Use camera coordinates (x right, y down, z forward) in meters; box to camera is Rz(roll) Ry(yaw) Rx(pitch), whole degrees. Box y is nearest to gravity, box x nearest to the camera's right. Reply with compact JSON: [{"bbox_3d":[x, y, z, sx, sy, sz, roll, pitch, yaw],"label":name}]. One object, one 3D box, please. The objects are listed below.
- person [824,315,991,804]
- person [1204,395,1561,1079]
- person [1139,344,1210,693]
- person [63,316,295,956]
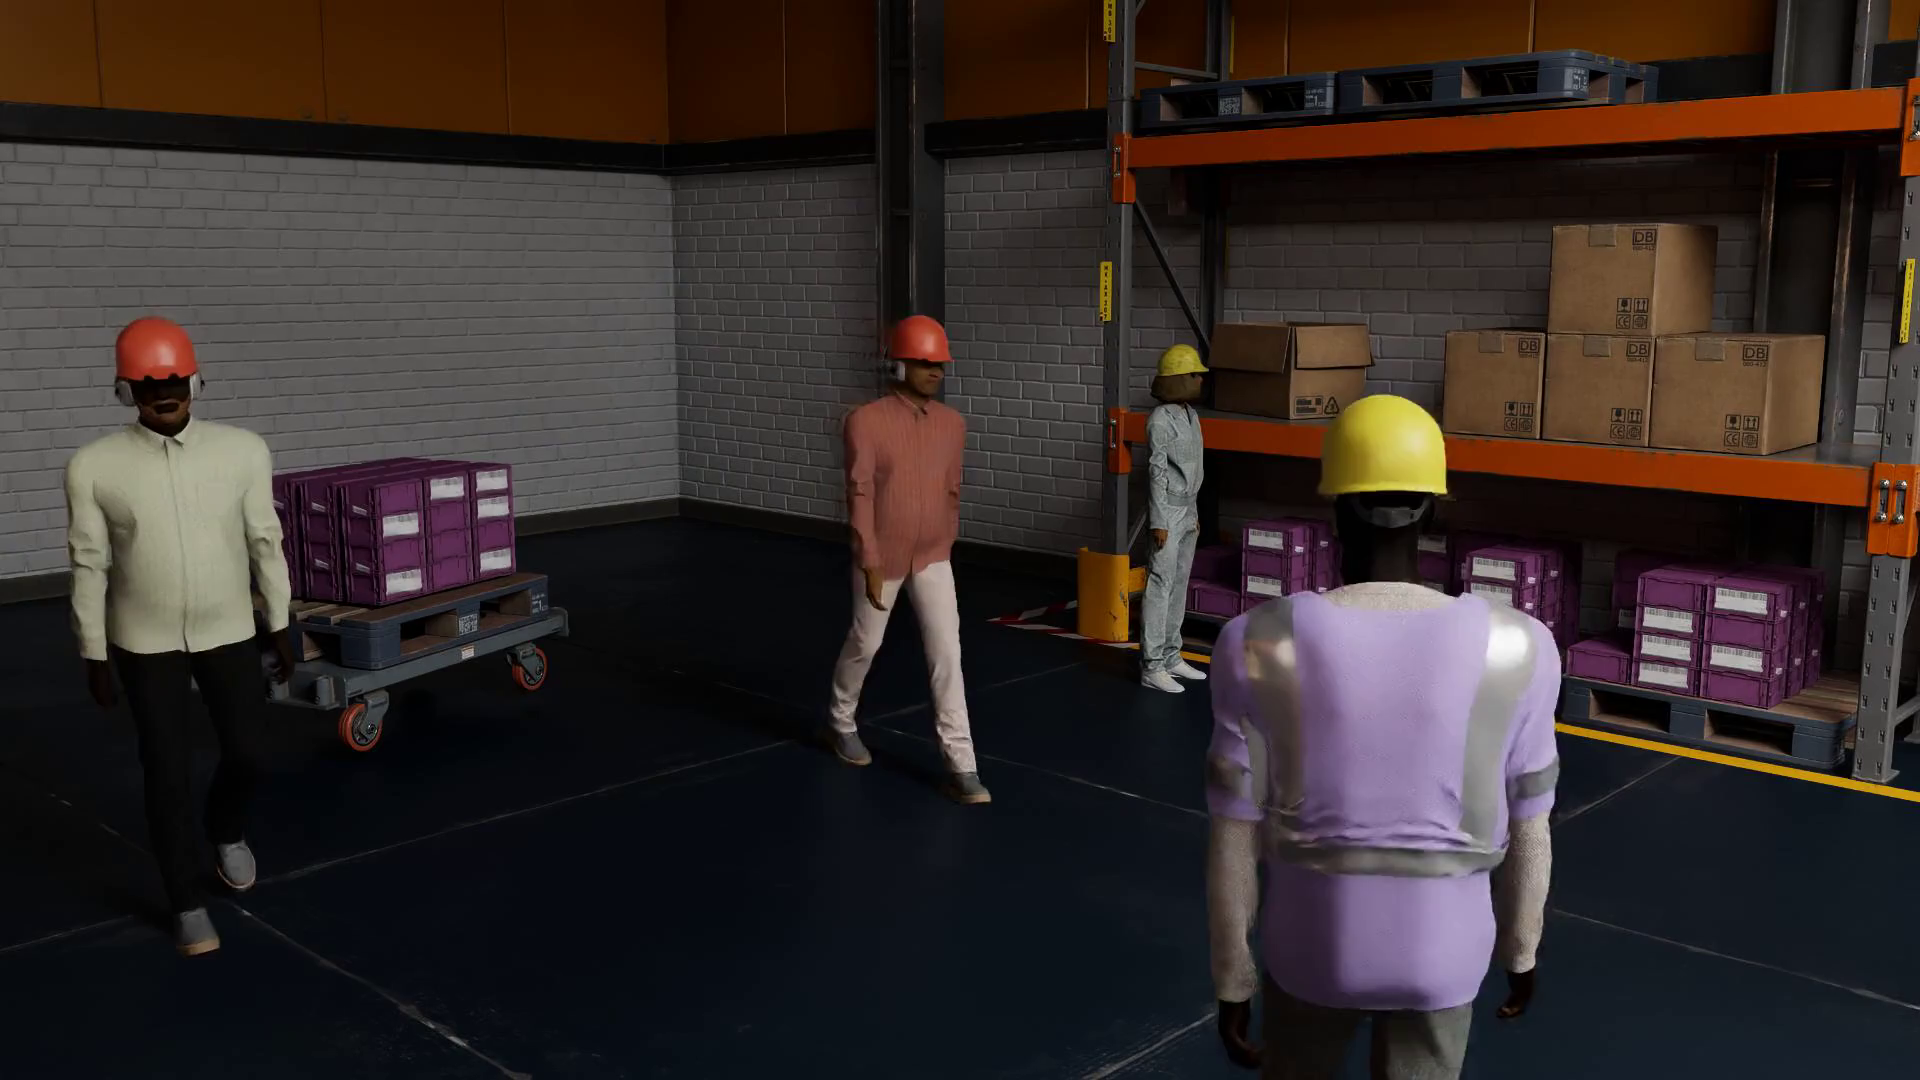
[{"bbox_3d":[-0.248,0.052,6.835,0.611,1.949,1.052,-5,11,-30],"label":"person"},{"bbox_3d":[0.733,0.700,2.952,0.600,1.904,0.643,2,9,11],"label":"person"},{"bbox_3d":[1.100,-0.115,8.422,0.294,1.745,0.493,5,11,29],"label":"person"},{"bbox_3d":[-2.441,0.289,5.224,0.636,1.977,0.520,-6,11,-33],"label":"person"}]
